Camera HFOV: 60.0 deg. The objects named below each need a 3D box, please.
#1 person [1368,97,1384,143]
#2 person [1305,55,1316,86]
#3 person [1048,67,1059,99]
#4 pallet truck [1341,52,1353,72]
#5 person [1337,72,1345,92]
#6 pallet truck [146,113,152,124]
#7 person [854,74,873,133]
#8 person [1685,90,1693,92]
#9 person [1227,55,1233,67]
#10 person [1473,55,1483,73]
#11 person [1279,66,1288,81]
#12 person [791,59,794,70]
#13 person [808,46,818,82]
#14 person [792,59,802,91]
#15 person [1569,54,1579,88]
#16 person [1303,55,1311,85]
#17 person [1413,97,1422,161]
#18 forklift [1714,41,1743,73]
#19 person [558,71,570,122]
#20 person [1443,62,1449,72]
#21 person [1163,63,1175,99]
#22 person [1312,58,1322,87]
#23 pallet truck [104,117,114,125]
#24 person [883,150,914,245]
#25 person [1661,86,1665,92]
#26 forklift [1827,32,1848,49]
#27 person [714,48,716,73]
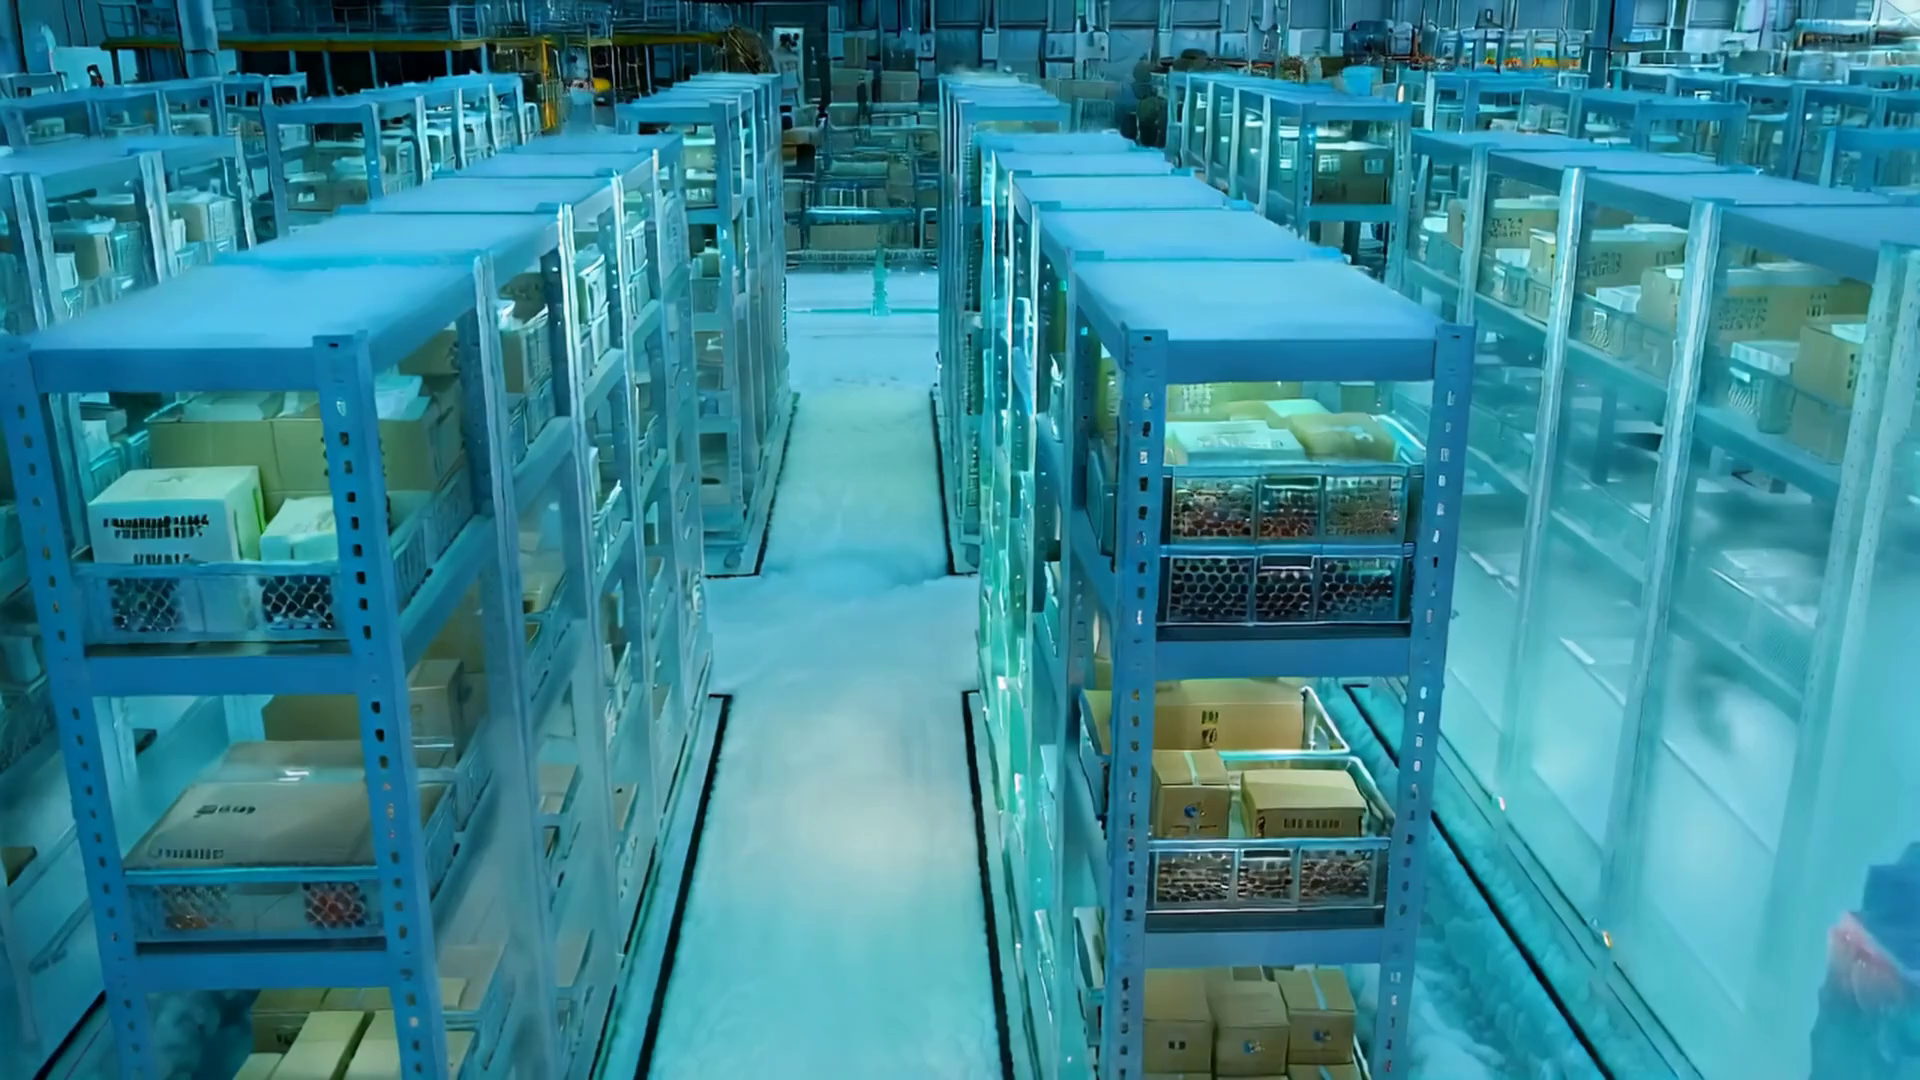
[{"bbox_3d":[12.170,-12.078,48.585,0.528,1.666,0.837,1,18,2],"label":"person"},{"bbox_3d":[16.766,-22.196,79.482,0.375,1.935,0.629,-14,22,-36],"label":"person"},{"bbox_3d":[3.509,-16.821,62.733,0.381,1.994,0.613,-11,21,-31],"label":"person"},{"bbox_3d":[18.794,-23.123,82.231,0.823,1.965,1.885,-13,22,-35],"label":"pallet truck"},{"bbox_3d":[14.734,-17.278,64.540,0.403,1.748,0.525,3,18,10],"label":"person"},{"bbox_3d":[-18.087,-8.309,36.390,1.885,1.965,0.823,-1,18,-4],"label":"pallet truck"},{"bbox_3d":[-3.327,-14.862,56.698,1.086,1.990,0.623,6,19,19],"label":"person"},{"bbox_3d":[29.522,-18.181,67.030,0.620,1.942,0.719,1,18,3],"label":"person"},{"bbox_3d":[14.130,-24.617,87.389,0.916,1.639,0.547,16,24,41],"label":"person"},{"bbox_3d":[25.144,-22.590,80.801,0.998,1.851,0.725,-4,18,-13],"label":"person"},{"bbox_3d":[13.078,-18.278,67.485,0.785,1.852,0.522,-10,20,-28],"label":"person"},{"bbox_3d":[-9.013,-25.933,91.043,0.375,1.922,0.594,17,24,41],"label":"person"},{"bbox_3d":[-8.290,-26.918,94.053,0.605,1.948,0.389,-16,24,-41],"label":"person"},{"bbox_3d":[-8.288,-23.947,84.956,0.544,1.898,0.958,-3,18,-10],"label":"person"},{"bbox_3d":[29.604,-22.419,80.164,0.363,1.928,0.587,12,21,32],"label":"person"},{"bbox_3d":[17.590,-23.506,83.719,0.861,1.812,0.632,0,18,0],"label":"person"},{"bbox_3d":[12.712,-11.436,46.397,0.604,1.795,0.910,-1,18,-3],"label":"person"},{"bbox_3d":[31.037,-18.815,67.486,1.129,2.768,1.873,-1,18,-2],"label":"forklift"},{"bbox_3d":[-14.802,-16.639,62.374,0.596,1.859,0.602,4,18,14],"label":"person"},{"bbox_3d":[21.897,-20.685,75.093,0.300,1.743,0.493,7,19,20],"label":"person"},{"bbox_3d":[8.302,-17.723,65.453,0.679,2.000,0.535,-2,18,-7],"label":"person"},{"bbox_3d":[15.803,-20.474,74.153,0.671,1.920,0.653,9,20,25],"label":"person"},{"bbox_3d":[-18.367,-7.885,35.078,1.885,1.965,0.823,1,18,2],"label":"pallet truck"},{"bbox_3d":[-1.144,-6.298,30.614,0.675,1.720,0.333,-13,22,-34],"label":"person"},{"bbox_3d":[25.539,-15.884,59.950,0.436,1.917,0.594,-17,24,-42],"label":"person"},{"bbox_3d":[46.023,-25.321,87.619,1.129,2.768,1.873,-1,18,-2],"label":"forklift"},{"bbox_3d":[-13.842,-26.858,93.794,0.396,1.992,0.623,-7,19,-20],"label":"person"}]
